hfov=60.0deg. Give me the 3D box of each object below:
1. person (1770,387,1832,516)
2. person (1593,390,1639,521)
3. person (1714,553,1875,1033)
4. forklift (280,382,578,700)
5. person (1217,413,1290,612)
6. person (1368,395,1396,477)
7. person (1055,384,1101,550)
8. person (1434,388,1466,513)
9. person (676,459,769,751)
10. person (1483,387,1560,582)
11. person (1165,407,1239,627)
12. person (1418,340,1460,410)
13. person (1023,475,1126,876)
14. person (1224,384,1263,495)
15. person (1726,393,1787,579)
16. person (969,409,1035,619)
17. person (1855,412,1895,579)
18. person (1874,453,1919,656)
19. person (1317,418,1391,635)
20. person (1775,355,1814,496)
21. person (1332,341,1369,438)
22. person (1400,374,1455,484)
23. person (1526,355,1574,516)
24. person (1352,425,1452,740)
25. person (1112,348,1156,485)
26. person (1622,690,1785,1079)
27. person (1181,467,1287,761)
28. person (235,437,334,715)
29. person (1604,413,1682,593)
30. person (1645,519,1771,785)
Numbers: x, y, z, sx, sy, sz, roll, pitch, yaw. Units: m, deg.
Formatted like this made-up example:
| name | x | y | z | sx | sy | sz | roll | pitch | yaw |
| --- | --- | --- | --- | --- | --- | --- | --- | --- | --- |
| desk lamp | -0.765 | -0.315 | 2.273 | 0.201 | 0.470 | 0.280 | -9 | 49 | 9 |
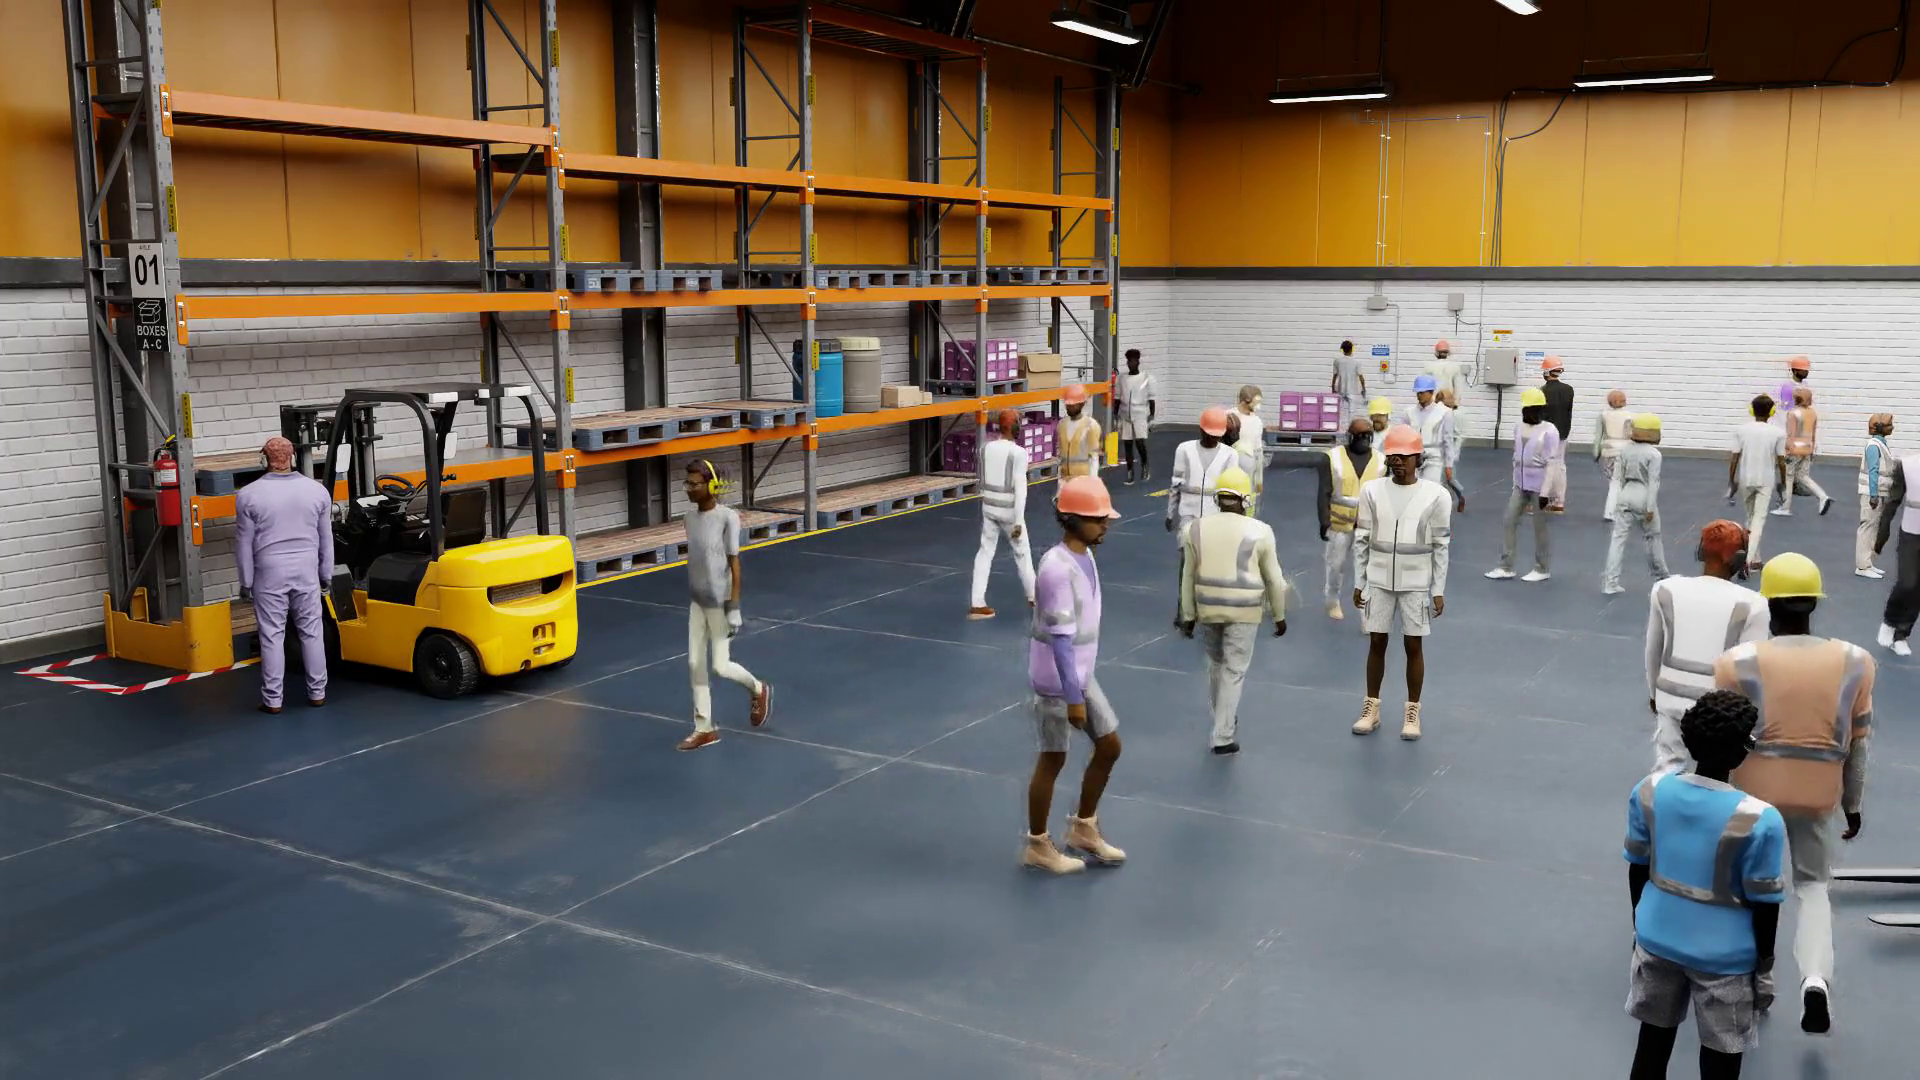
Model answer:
| name | x | y | z | sx | sy | sz | roll | pitch | yaw |
| --- | --- | --- | --- | --- | --- | --- | --- | --- | --- |
| person | 10.393 | -1.073 | 20.489 | 0.521 | 1.619 | 0.643 | -5 | 10 | -29 |
| person | 8.052 | -1.036 | 20.371 | 0.529 | 1.577 | 0.898 | 8 | 12 | 42 |
| person | 3.273 | 1.006 | 6.584 | 0.610 | 1.913 | 0.604 | 2 | 9 | 13 |
| forklift | -3.974 | -0.067 | 12.417 | 2.313 | 2.155 | 1.214 | 5 | 11 | 30 |
| person | 2.471 | -0.226 | 14.647 | 0.857 | 1.809 | 0.641 | -1 | 9 | -8 |
| person | 4.177 | -0.541 | 16.548 | 0.602 | 1.816 | 0.554 | 5 | 10 | 29 |
| person | 1.184 | -0.619 | 16.712 | 0.550 | 1.918 | 0.516 | 8 | 12 | 43 |
| person | 6.004 | -1.069 | 20.484 | 0.617 | 1.611 | 0.501 | -8 | 12 | -42 |
| person | -1.524 | 0.393 | 10.590 | 0.520 | 1.858 | 0.632 | 7 | 11 | 36 |
| person | 5.451 | -0.519 | 16.122 | 0.778 | 1.901 | 0.613 | -4 | 10 | -25 |
| person | 2.044 | -0.186 | 14.144 | 0.615 | 1.883 | 0.782 | 1 | 9 | 9 |
| person | 7.681 | -2.212 | 26.583 | 0.609 | 1.953 | 0.990 | -2 | 9 | -12 |
| person | 0.595 | 0.690 | 8.217 | 0.638 | 2.020 | 0.623 | 4 | 10 | 24 |
| person | 2.807 | -0.638 | 16.946 | 0.720 | 1.885 | 0.372 | -7 | 11 | -37 |
| person | 7.911 | -0.543 | 16.509 | 0.520 | 1.834 | 0.951 | 8 | 12 | 41 |
| person | 0.419 | -0.239 | 14.613 | 0.593 | 1.834 | 0.981 | 8 | 12 | 42 |
| person | 9.083 | -0.449 | 16.517 | 0.308 | 1.644 | 0.514 | 6 | 11 | 33 |
| person | 7.567 | -0.014 | 13.037 | 0.661 | 1.874 | 0.449 | 2 | 9 | 10 |
| person | 3.338 | -0.150 | 14.176 | 0.630 | 1.806 | 0.893 | 0 | 9 | 3 |
| person | 11.304 | -1.567 | 22.658 | 0.558 | 1.916 | 0.703 | -7 | 12 | -39 |
| person | 6.705 | -2.526 | 28.852 | 0.727 | 1.849 | 0.459 | 5 | 10 | 27 |
| person | 4.979 | -0.822 | 17.946 | 0.639 | 1.925 | 0.518 | 9 | 12 | 43 |
| person | 7.344 | -1.296 | 20.703 | 0.608 | 1.996 | 0.380 | -4 | 10 | -26 |
| person | 2.840 | 0.273 | 10.762 | 0.605 | 2.045 | 0.376 | 5 | 10 | 27 |
| person | 2.464 | -1.747 | 23.652 | 0.603 | 1.953 | 0.410 | 4 | 10 | 26 |
| person | 2.374 | 1.315 | 5.341 | 0.321 | 1.696 | 0.537 | -6 | 11 | -32 |
| person | 1.755 | 0.443 | 10.483 | 0.616 | 1.798 | 0.831 | 6 | 11 | 35 |
| person | -4.644 | 0.238 | 11.439 | 0.645 | 1.900 | 0.404 | -8 | 12 | -39 |
| person | 6.443 | -0.344 | 15.679 | 0.882 | 1.697 | 0.506 | -5 | 10 | -28 |
| person | 3.606 | 0.809 | 8.044 | 0.596 | 1.841 | 0.943 | 7 | 12 | 39 |
